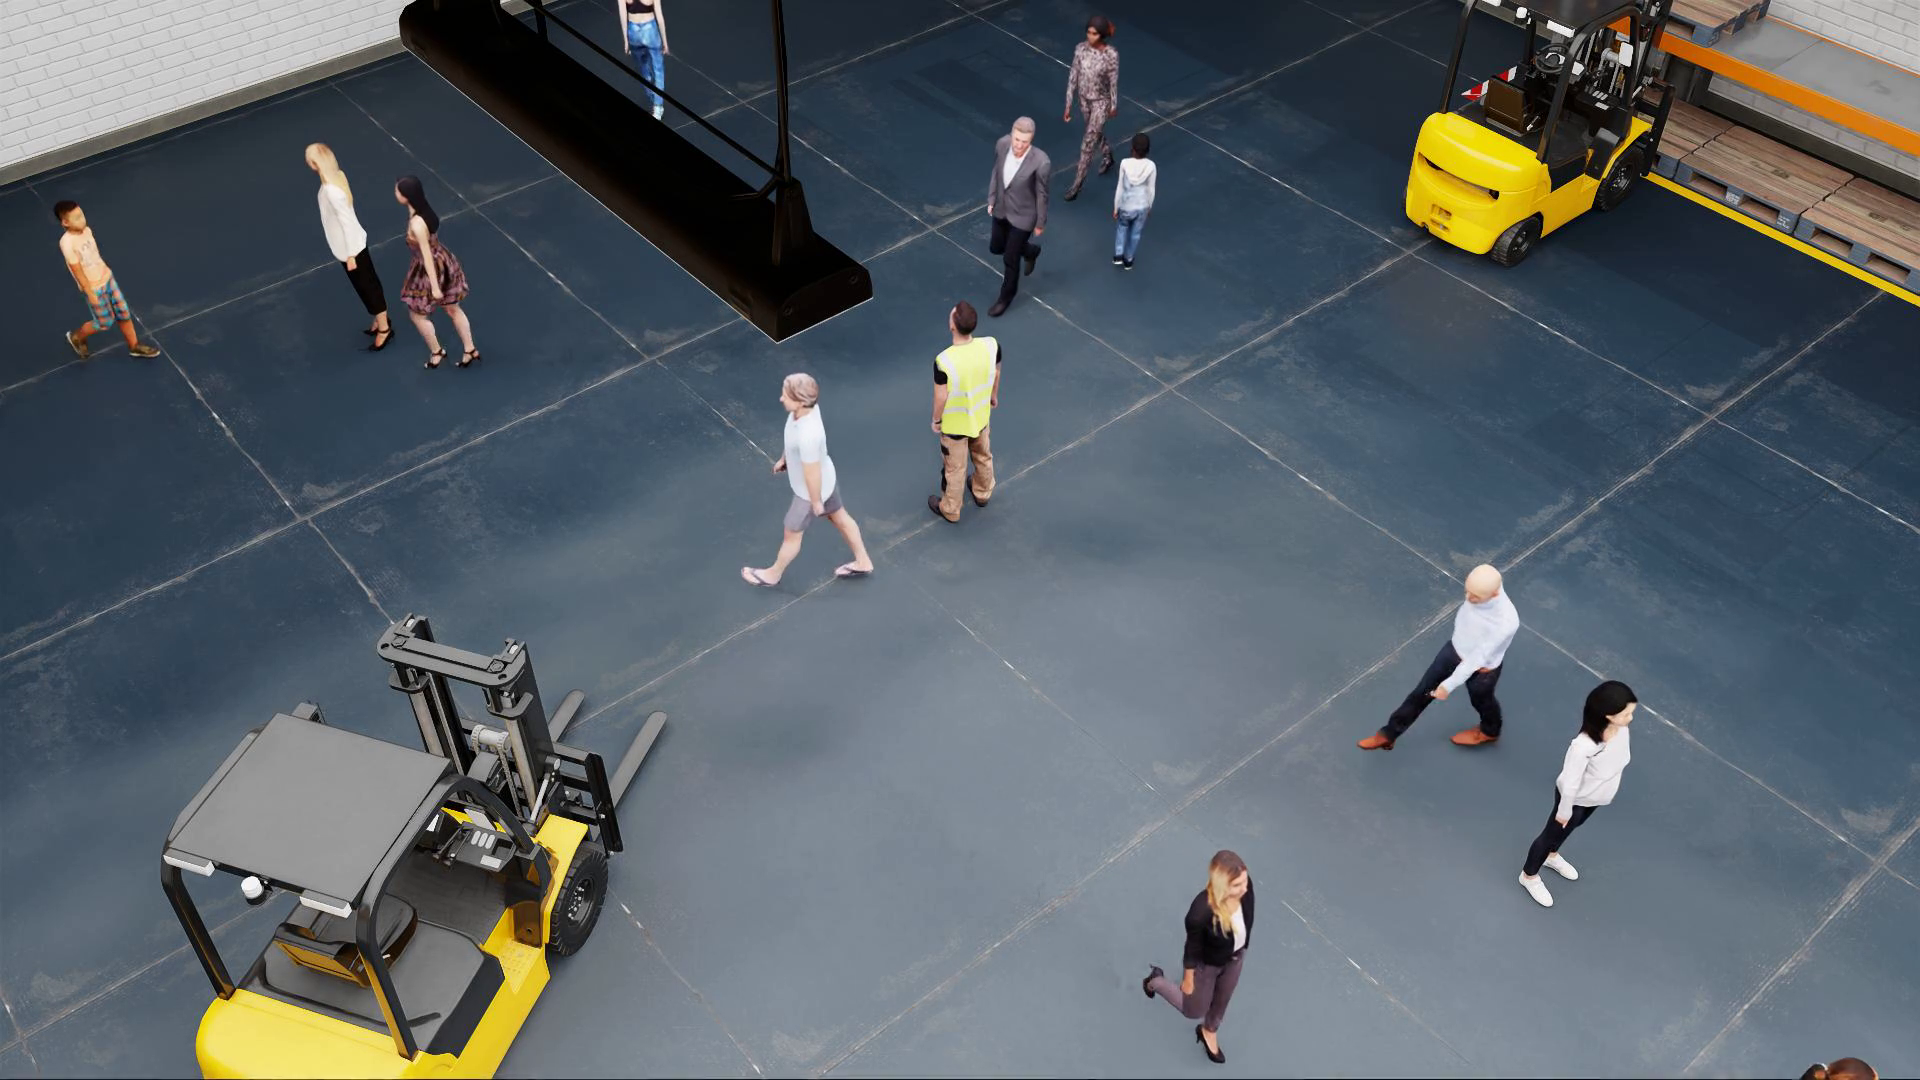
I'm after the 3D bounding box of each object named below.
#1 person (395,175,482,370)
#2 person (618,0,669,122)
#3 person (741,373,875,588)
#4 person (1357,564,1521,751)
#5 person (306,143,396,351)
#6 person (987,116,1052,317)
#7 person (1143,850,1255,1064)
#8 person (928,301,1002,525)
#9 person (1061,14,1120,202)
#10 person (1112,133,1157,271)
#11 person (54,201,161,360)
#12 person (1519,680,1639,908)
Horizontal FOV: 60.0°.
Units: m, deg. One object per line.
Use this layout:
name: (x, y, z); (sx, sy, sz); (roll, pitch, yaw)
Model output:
person: (-4.003, -2.052, 12.935); (0.878, 1.756, 0.821); (-4, 44, -5)
person: (-2.961, -4.625, 15.631); (0.969, 1.763, 1.097); (-2, 44, -2)
person: (-0.893, -0.372, 11.151); (1.147, 1.785, 1.164); (-2, 44, -2)
person: (3.153, 0.766, 10.004); (1.053, 1.719, 1.232); (-8, 44, -8)
person: (-4.813, -2.310, 13.133); (0.742, 1.856, 0.580); (-15, 46, -15)
person: (0.504, -2.693, 13.573); (0.935, 1.804, 0.884); (34, 53, 31)
person: (1.243, 2.124, 8.622); (0.600, 1.659, 0.802); (-29, 51, -27)
person: (0.026, -0.897, 11.657); (0.722, 1.847, 0.742); (-24, 49, -23)
person: (1.246, -3.946, 14.993); (1.171, 1.660, 0.831); (27, 50, 25)
person: (1.479, -2.825, 14.118); (0.590, 1.243, 0.653); (5, 44, 5)
person: (-6.882, -2.012, 13.120); (0.926, 1.444, 0.855); (3, 44, 3)
person: (3.493, 1.395, 9.356); (0.625, 1.701, 0.562); (-33, 53, -30)
